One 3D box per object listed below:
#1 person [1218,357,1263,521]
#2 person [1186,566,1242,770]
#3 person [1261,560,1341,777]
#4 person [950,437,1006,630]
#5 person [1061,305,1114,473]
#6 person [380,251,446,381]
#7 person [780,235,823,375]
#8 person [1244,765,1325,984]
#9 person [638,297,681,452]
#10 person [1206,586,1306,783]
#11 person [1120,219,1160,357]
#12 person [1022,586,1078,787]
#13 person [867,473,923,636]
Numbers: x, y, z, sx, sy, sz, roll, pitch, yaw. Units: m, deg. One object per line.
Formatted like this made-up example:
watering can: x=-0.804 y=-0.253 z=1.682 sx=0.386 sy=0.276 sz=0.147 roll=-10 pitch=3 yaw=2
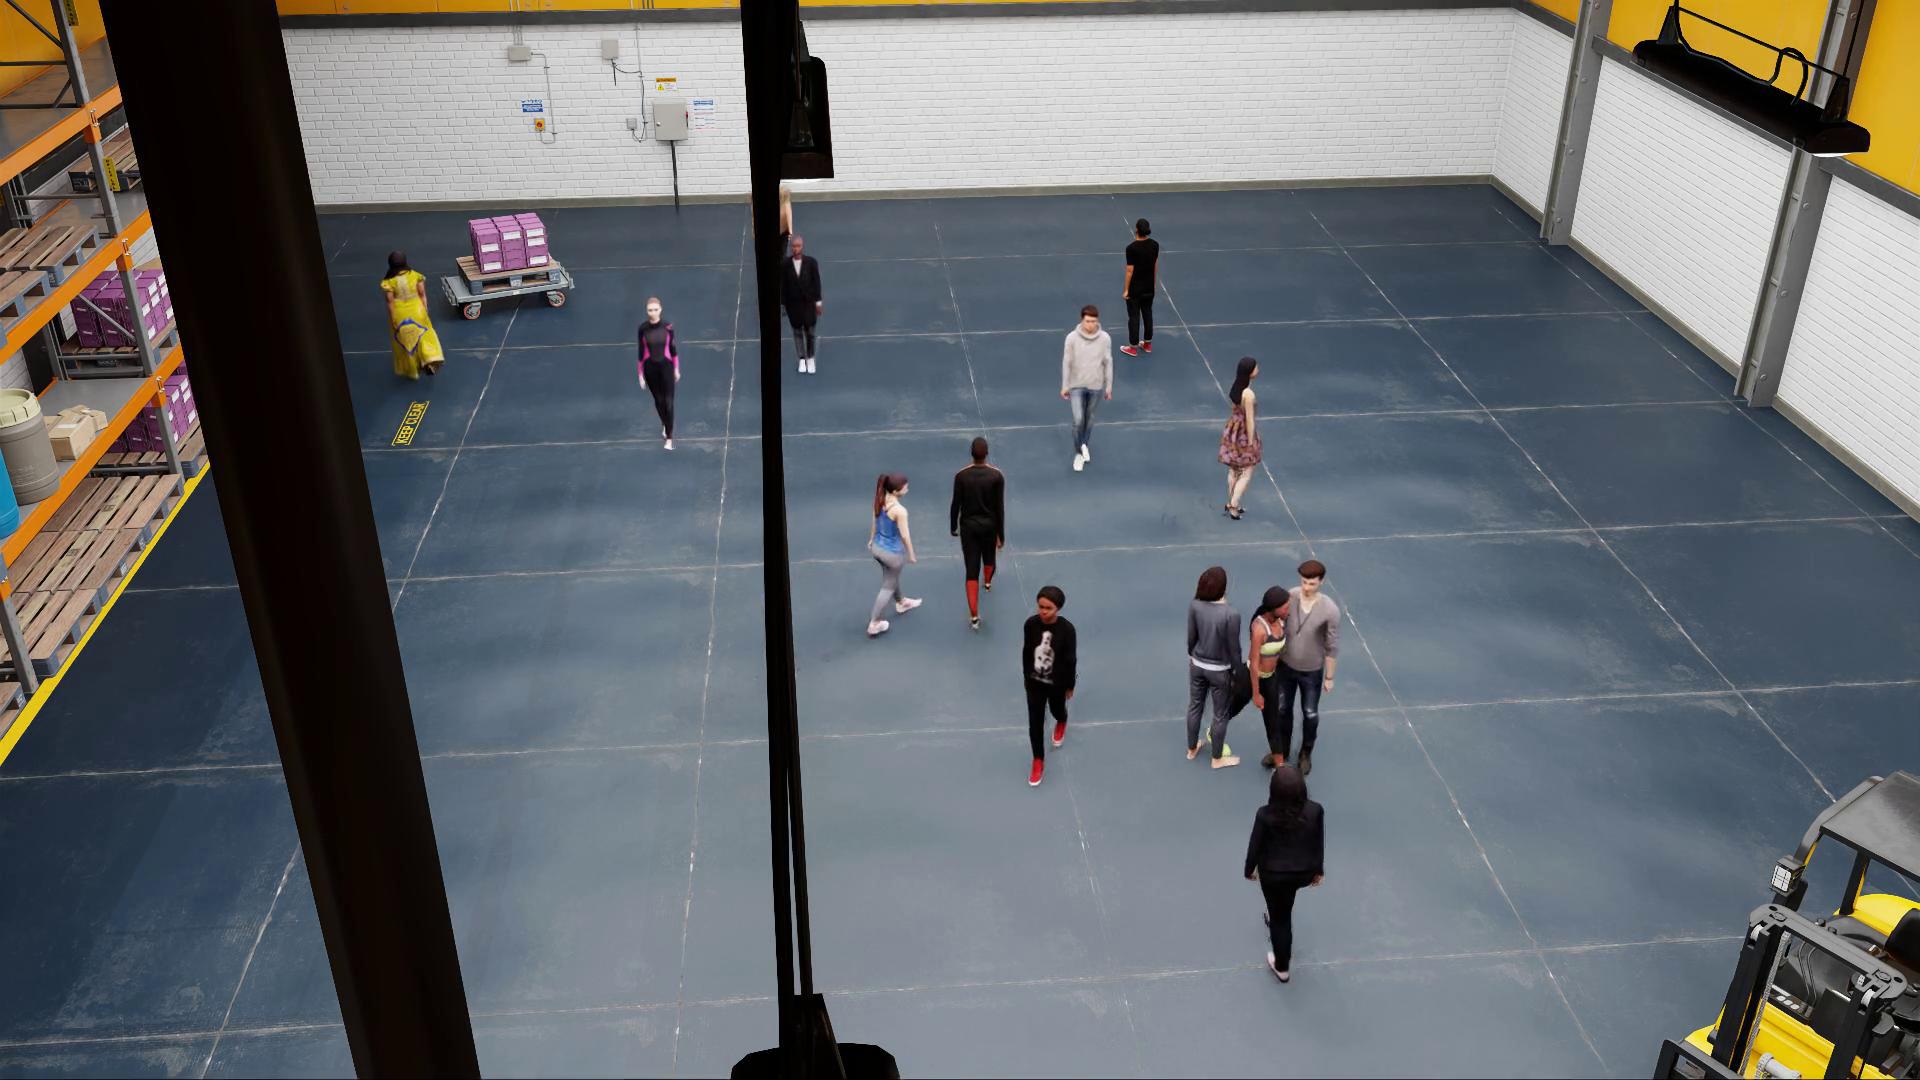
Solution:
person: x=2.832 y=-1.030 z=16.945 sx=0.793 sy=1.772 sz=0.694 roll=-10 pitch=30 yaw=-17
person: x=2.022 y=1.006 z=13.215 sx=0.736 sy=1.772 sz=0.758 roll=23 pitch=36 yaw=35
person: x=2.703 y=0.976 z=13.139 sx=0.793 sy=1.897 sz=0.823 roll=17 pitch=33 yaw=28
person: x=0.167 y=-0.034 z=15.132 sx=0.725 sy=1.762 sz=1.192 roll=1 pitch=29 yaw=1
person: x=1.371 y=-1.728 z=18.157 sx=0.685 sy=1.837 sz=0.875 roll=-3 pitch=29 yaw=-5
person: x=-6.642 y=-2.667 z=20.078 sx=0.939 sy=1.646 sz=1.057 roll=-16 pitch=32 yaw=-27
person: x=-1.940 y=-2.925 z=20.440 sx=0.701 sy=1.753 sz=0.663 roll=1 pitch=29 yaw=2
person: x=2.212 y=2.265 z=11.099 sx=0.734 sy=1.587 sz=0.905 roll=-6 pitch=29 yaw=-10
person: x=-3.363 y=-1.904 z=18.620 sx=0.576 sy=1.704 sz=1.069 roll=-3 pitch=29 yaw=-5
person: x=2.269 y=1.088 z=13.139 sx=1.053 sy=1.700 sz=1.262 roll=-22 pitch=35 yaw=-34
person: x=2.271 y=-3.182 z=20.907 sx=0.704 sy=1.758 sz=0.695 roll=-14 pitch=32 yaw=-24
person: x=0.720 y=1.074 z=13.216 sx=0.858 sy=1.651 sz=1.143 roll=8 pitch=30 yaw=14
person: x=-0.688 y=0.144 z=15.003 sx=0.973 sy=1.573 sz=0.969 roll=-23 pitch=36 yaw=-36
